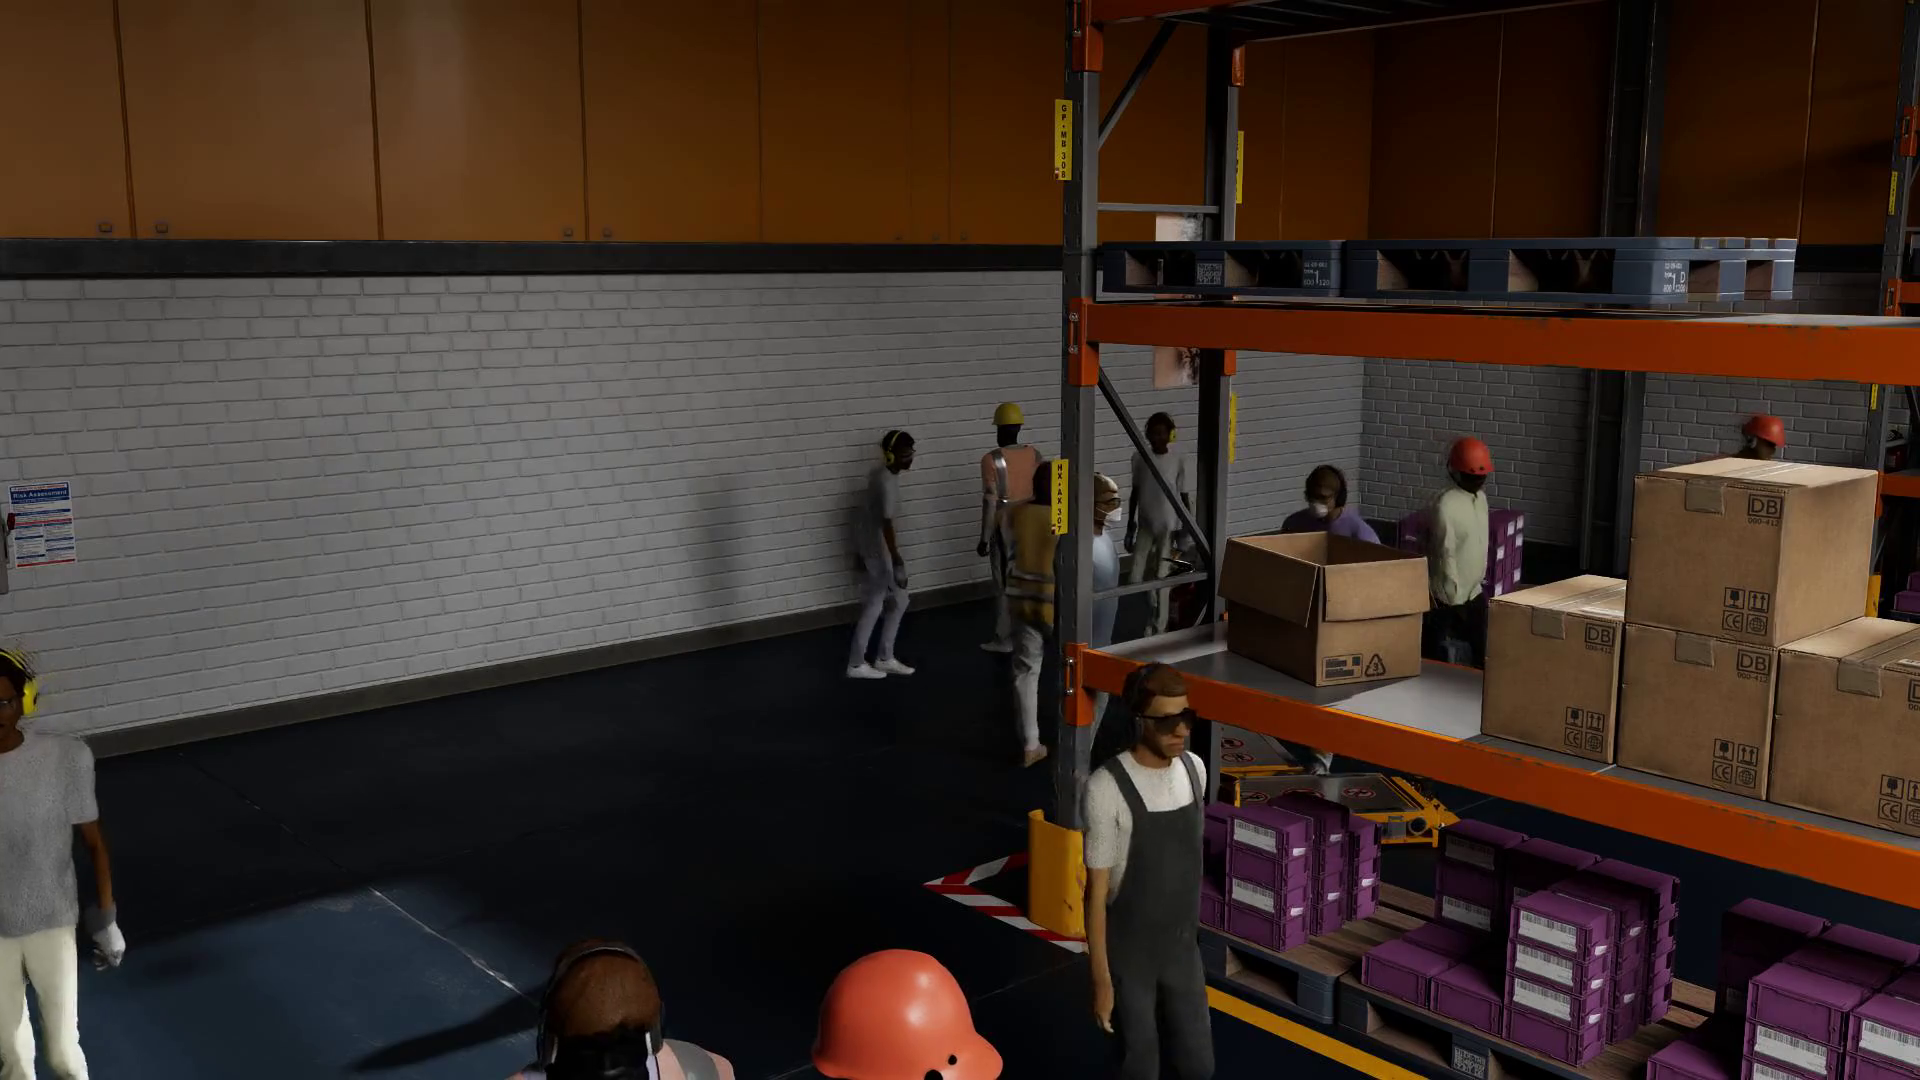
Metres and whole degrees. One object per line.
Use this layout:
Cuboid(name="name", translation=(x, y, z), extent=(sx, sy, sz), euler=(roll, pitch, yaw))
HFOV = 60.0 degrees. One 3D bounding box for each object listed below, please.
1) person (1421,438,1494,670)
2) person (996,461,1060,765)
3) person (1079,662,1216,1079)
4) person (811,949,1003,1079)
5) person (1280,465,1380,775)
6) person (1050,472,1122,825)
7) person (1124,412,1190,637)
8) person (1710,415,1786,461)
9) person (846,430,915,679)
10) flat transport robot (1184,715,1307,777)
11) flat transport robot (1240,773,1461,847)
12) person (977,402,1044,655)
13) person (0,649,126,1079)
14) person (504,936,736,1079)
Cuboid(name="person", translation=(3.132, 0.322, 10.317), extent=(1.051, 1.922, 0.634), euler=(10, 14, 44))
Cuboid(name="person", translation=(0.554, 0.418, 10.083), extent=(0.628, 1.817, 0.761), euler=(4, 11, 23))
Cuboid(name="person", translation=(0.542, 1.258, 5.133), extent=(0.516, 1.830, 0.501), euler=(-7, 12, -35))
Cuboid(name="person", translation=(-0.108, 1.604, 2.793), extent=(0.362, 1.938, 0.545), euler=(2, 10, 12))
Cuboid(name="person", translation=(2.182, 0.482, 9.521), extent=(0.890, 1.899, 0.656), euler=(-8, 13, -40))
Cuboid(name="person", translation=(0.658, 0.605, 8.637), extent=(0.354, 1.937, 0.635), euler=(3, 10, 18))
Cuboid(name="person", translation=(1.528, -0.071, 12.828), extent=(0.557, 1.855, 0.488), euler=(6, 11, 31))
Cuboid(name="person", translation=(5.440, 0.074, 11.750), extent=(0.649, 1.936, 0.630), euler=(-3, 10, -15))
Cuboid(name="person", translation=(-0.559, 0.117, 11.827), extent=(0.591, 1.818, 0.553), euler=(0, 10, 2))
Cuboid(name="flat transport robot", translation=(1.517, 1.254, 9.711), extent=(0.652, 0.197, 1.431), euler=(-1, 10, -5))
Cuboid(name="flat transport robot", translation=(1.876, 1.423, 8.721), extent=(1.431, 0.197, 0.652), euler=(-1, 10, -5))
Cuboid(name="person", translation=(0.371, -0.088, 12.726), extent=(0.595, 1.925, 0.372), euler=(-8, 12, -39))
Cuboid(name="person", translation=(-2.934, 1.236, 5.196), extent=(0.556, 1.852, 0.399), euler=(-3, 10, -17))
Cuboid(name="person", translation=(-0.640, 1.607, 3.059), extent=(0.632, 1.840, 0.429), euler=(-7, 12, -36))
